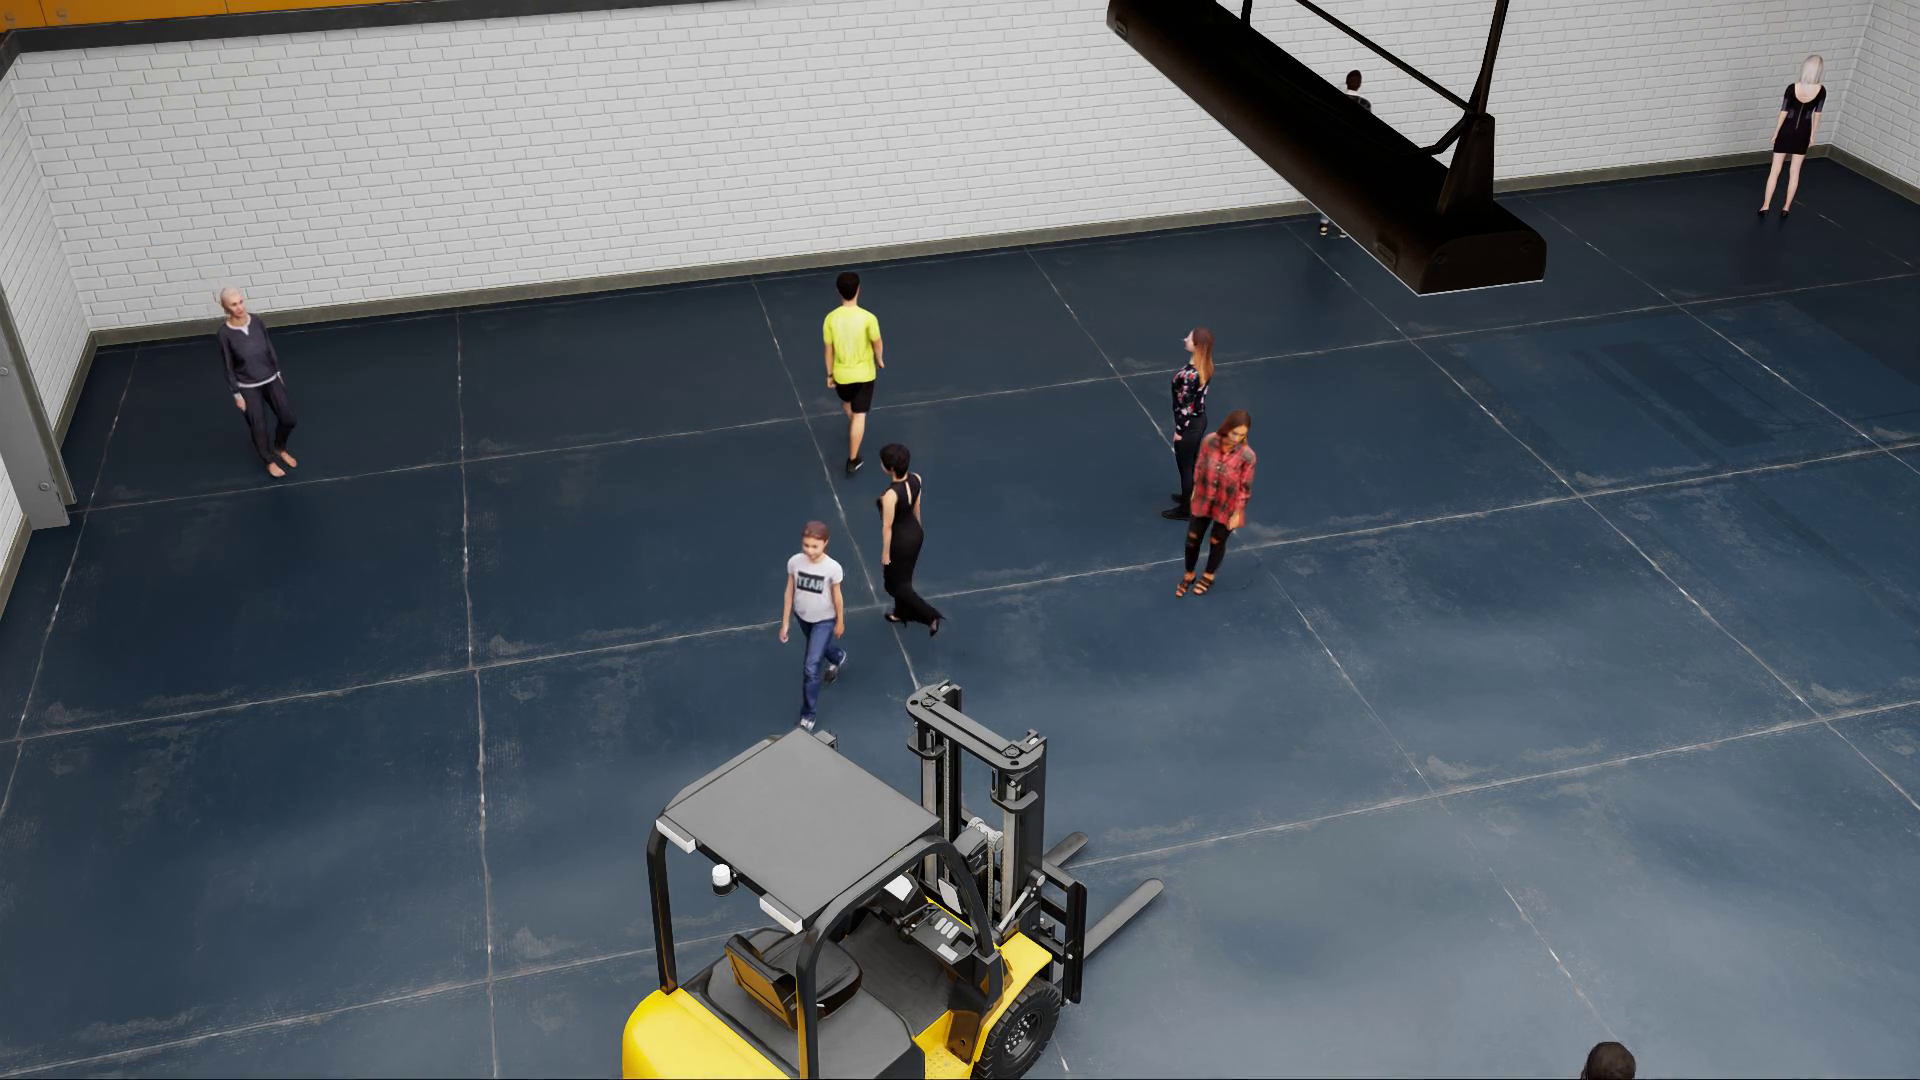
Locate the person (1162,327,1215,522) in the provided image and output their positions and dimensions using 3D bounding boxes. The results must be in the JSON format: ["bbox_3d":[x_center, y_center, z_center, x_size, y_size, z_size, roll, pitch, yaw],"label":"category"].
[{"bbox_3d":[1.841,-0.936,13.219,0.707,1.681,0.627,14,36,20],"label":"person"}]

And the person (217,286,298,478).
[{"bbox_3d":[-5.876,-1.339,13.793,0.771,1.716,0.747,26,42,34],"label":"person"}]

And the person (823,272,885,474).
[{"bbox_3d":[-0.897,-1.354,13.871,0.947,1.655,1.199,6,34,9],"label":"person"}]

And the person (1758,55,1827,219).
[{"bbox_3d":[9.209,-4.455,18.379,0.661,1.829,0.671,9,35,13],"label":"person"}]

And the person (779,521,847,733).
[{"bbox_3d":[-0.949,0.482,11.225,0.980,1.527,1.125,14,36,20],"label":"person"}]

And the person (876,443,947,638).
[{"bbox_3d":[-0.351,0.055,11.818,0.921,1.582,0.860,20,38,27],"label":"person"}]

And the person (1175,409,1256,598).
[{"bbox_3d":[1.950,-0.280,12.251,0.770,1.661,0.842,26,42,34],"label":"person"}]

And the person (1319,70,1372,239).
[{"bbox_3d":[4.149,-4.175,17.966,0.745,1.821,0.772,13,36,19],"label":"person"}]
